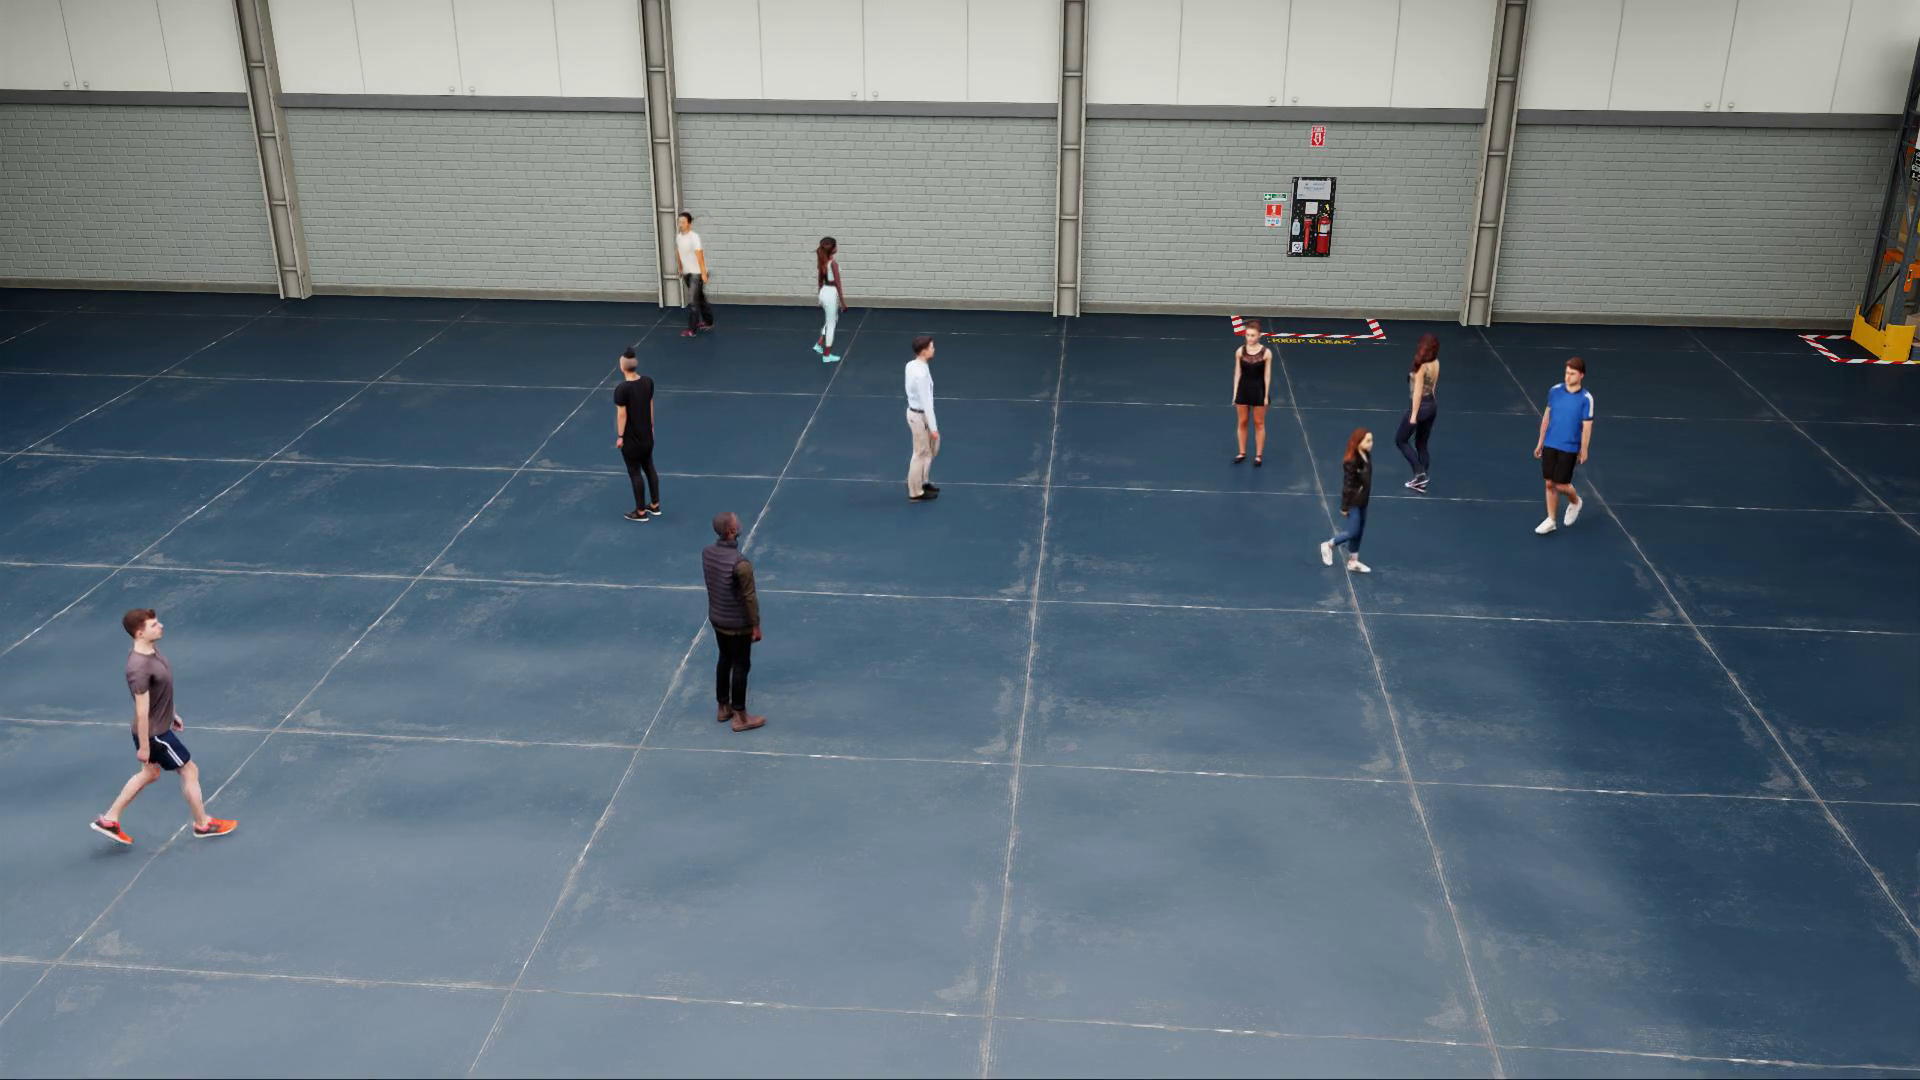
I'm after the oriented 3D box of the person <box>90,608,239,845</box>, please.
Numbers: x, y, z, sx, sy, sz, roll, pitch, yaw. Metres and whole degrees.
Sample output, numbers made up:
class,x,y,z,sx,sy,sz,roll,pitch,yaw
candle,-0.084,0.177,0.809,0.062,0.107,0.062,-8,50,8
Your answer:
class,x,y,z,sx,sy,sz,roll,pitch,yaw
person,-5.681,1.334,11.537,1.250,1.815,0.995,-9,25,-21

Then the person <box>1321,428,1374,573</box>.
class,x,y,z,sx,sy,sz,roll,pitch,yaw
person,3.760,-0.393,16.034,0.842,1.473,0.753,16,28,34

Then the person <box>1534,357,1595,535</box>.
class,x,y,z,sx,sy,sz,roll,pitch,yaw
person,6.172,-0.966,16.897,0.976,1.853,0.912,-18,29,-36

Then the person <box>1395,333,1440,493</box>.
class,x,y,z,sx,sy,sz,roll,pitch,yaw
person,5.048,-1.336,17.891,0.805,1.756,0.755,20,30,38

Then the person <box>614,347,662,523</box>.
class,x,y,z,sx,sy,sz,roll,pitch,yaw
person,-3.347,-1.111,17.219,0.757,1.868,0.776,14,27,29

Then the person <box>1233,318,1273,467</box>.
class,x,y,z,sx,sy,sz,roll,pitch,yaw
person,3.310,-1.676,18.788,0.612,1.679,0.729,10,25,23

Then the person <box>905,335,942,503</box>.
class,x,y,z,sx,sy,sz,roll,pitch,yaw
person,-0.491,-1.271,17.631,0.740,1.839,0.750,-6,24,-13

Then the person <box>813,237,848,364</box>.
class,x,y,z,sx,sy,sz,roll,pitch,yaw
person,-1.822,-3.205,22.340,0.782,1.714,0.721,-14,27,-30

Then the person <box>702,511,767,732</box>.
class,x,y,z,sx,sy,sz,roll,pitch,yaw
person,-1.811,0.630,13.164,0.844,1.837,0.767,-18,29,-36

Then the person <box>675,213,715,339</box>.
class,x,y,z,sx,sy,sz,roll,pitch,yaw
person,-3.723,-3.781,23.637,1.140,1.757,1.109,-18,29,-36
